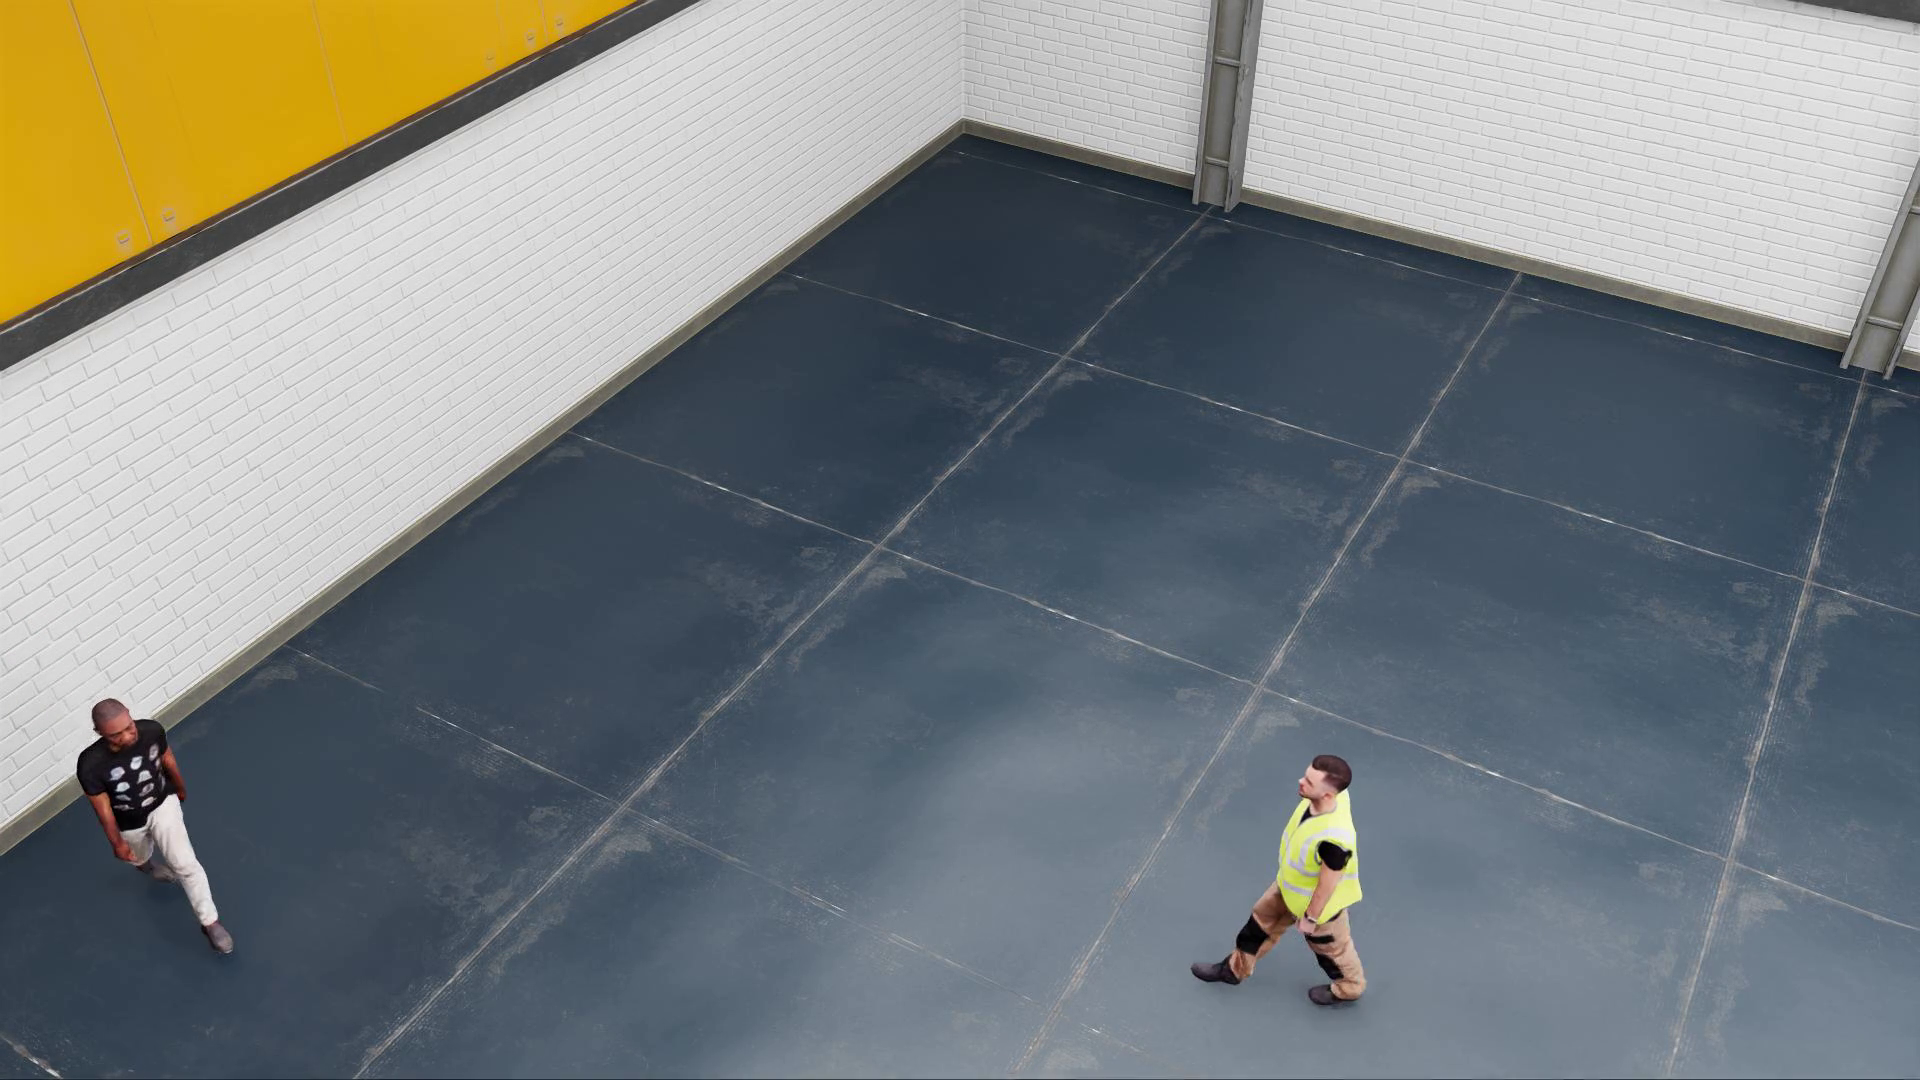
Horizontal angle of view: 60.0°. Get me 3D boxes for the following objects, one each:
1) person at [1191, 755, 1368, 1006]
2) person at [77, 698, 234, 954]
[{"bbox_3d":[1.891,1.815,8.614,1.284,1.801,1.080,1,39,1],"label":"person"},{"bbox_3d":[-4.503,1.460,9.105,1.301,1.742,0.848,28,47,31],"label":"person"}]
